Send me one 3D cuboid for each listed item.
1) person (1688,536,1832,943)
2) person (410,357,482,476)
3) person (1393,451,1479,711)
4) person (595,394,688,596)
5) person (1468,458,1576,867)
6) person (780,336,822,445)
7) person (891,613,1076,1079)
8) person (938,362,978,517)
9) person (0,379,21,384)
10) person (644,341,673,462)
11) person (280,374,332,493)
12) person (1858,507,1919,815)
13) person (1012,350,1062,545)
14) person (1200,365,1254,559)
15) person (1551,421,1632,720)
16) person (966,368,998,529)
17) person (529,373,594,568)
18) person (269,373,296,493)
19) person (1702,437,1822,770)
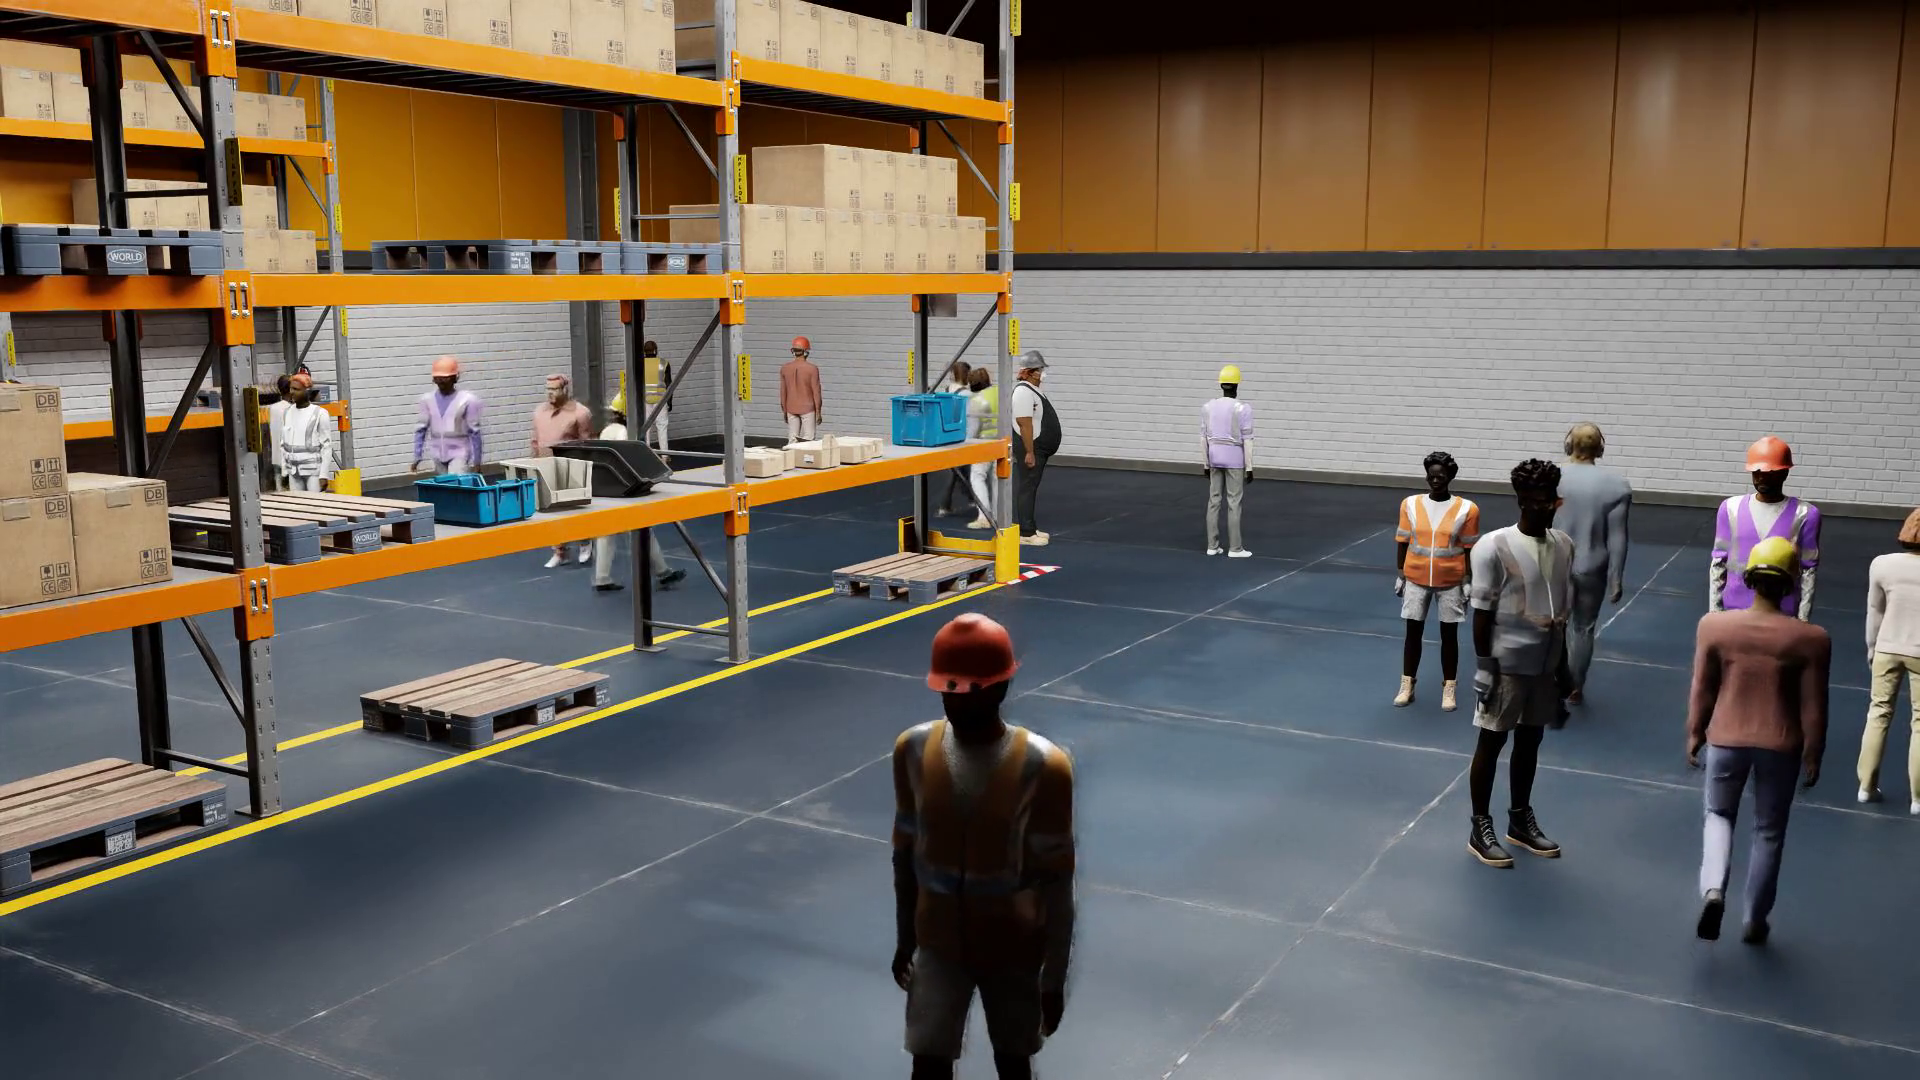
[{"bbox_3d":[3.309,0.862,6.926,0.535,1.752,0.521,5,11,31],"label":"person"},{"bbox_3d":[-5.168,-0.818,16.652,0.636,2.005,0.937,2,9,13],"label":"person"},{"bbox_3d":[3.091,0.265,10.836,0.533,1.697,0.318,4,10,24],"label":"person"},{"bbox_3d":[-2.884,-0.416,14.776,0.890,1.788,0.626,-7,12,-39],"label":"person"},{"bbox_3d":[2.718,0.579,8.034,0.600,1.967,0.368,-4,10,-25],"label":"person"},{"bbox_3d":[-2.135,-1.751,22.489,0.609,1.997,0.374,4,10,23],"label":"person"},{"bbox_3d":[0.014,1.161,4.580,0.570,1.905,0.875,3,10,18],"label":"person"},{"bbox_3d":[0.068,-1.190,19.594,0.964,1.794,0.524,-9,12,-43],"label":"person"},{"bbox_3d":[-8.714,-0.542,15.333,0.520,1.874,0.332,6,11,33],"label":"person"},{"bbox_3d":[-4.620,-2.072,24.997,0.621,1.838,0.429,-1,9,-4],"label":"person"},{"bbox_3d":[-6.277,-0.646,15.943,0.576,1.885,0.355,4,10,21],"label":"person"},{"bbox_3d":[5.041,0.627,8.809,0.285,1.626,0.495,-7,12,-38],"label":"person"},{"bbox_3d":[0.800,-0.975,17.508,0.538,2.000,0.683,1,9,6],"label":"person"},{"bbox_3d":[2.676,-0.777,16.614,0.589,1.930,0.356,8,12,40],"label":"person"},{"bbox_3d":[3.931,0.196,10.656,0.639,1.908,0.933,4,10,21],"label":"person"},{"bbox_3d":[0.305,-1.015,18.556,0.431,1.799,0.698,9,13,44],"label":"person"},{"bbox_3d":[-3.848,-0.660,16.023,0.649,1.893,0.443,4,10,24],"label":"person"},{"bbox_3d":[-6.707,-0.758,16.783,0.535,1.846,0.747,5,11,31],"label":"person"},{"bbox_3d":[4.492,0.384,9.345,0.552,1.937,0.356,6,11,35],"label":"person"}]
